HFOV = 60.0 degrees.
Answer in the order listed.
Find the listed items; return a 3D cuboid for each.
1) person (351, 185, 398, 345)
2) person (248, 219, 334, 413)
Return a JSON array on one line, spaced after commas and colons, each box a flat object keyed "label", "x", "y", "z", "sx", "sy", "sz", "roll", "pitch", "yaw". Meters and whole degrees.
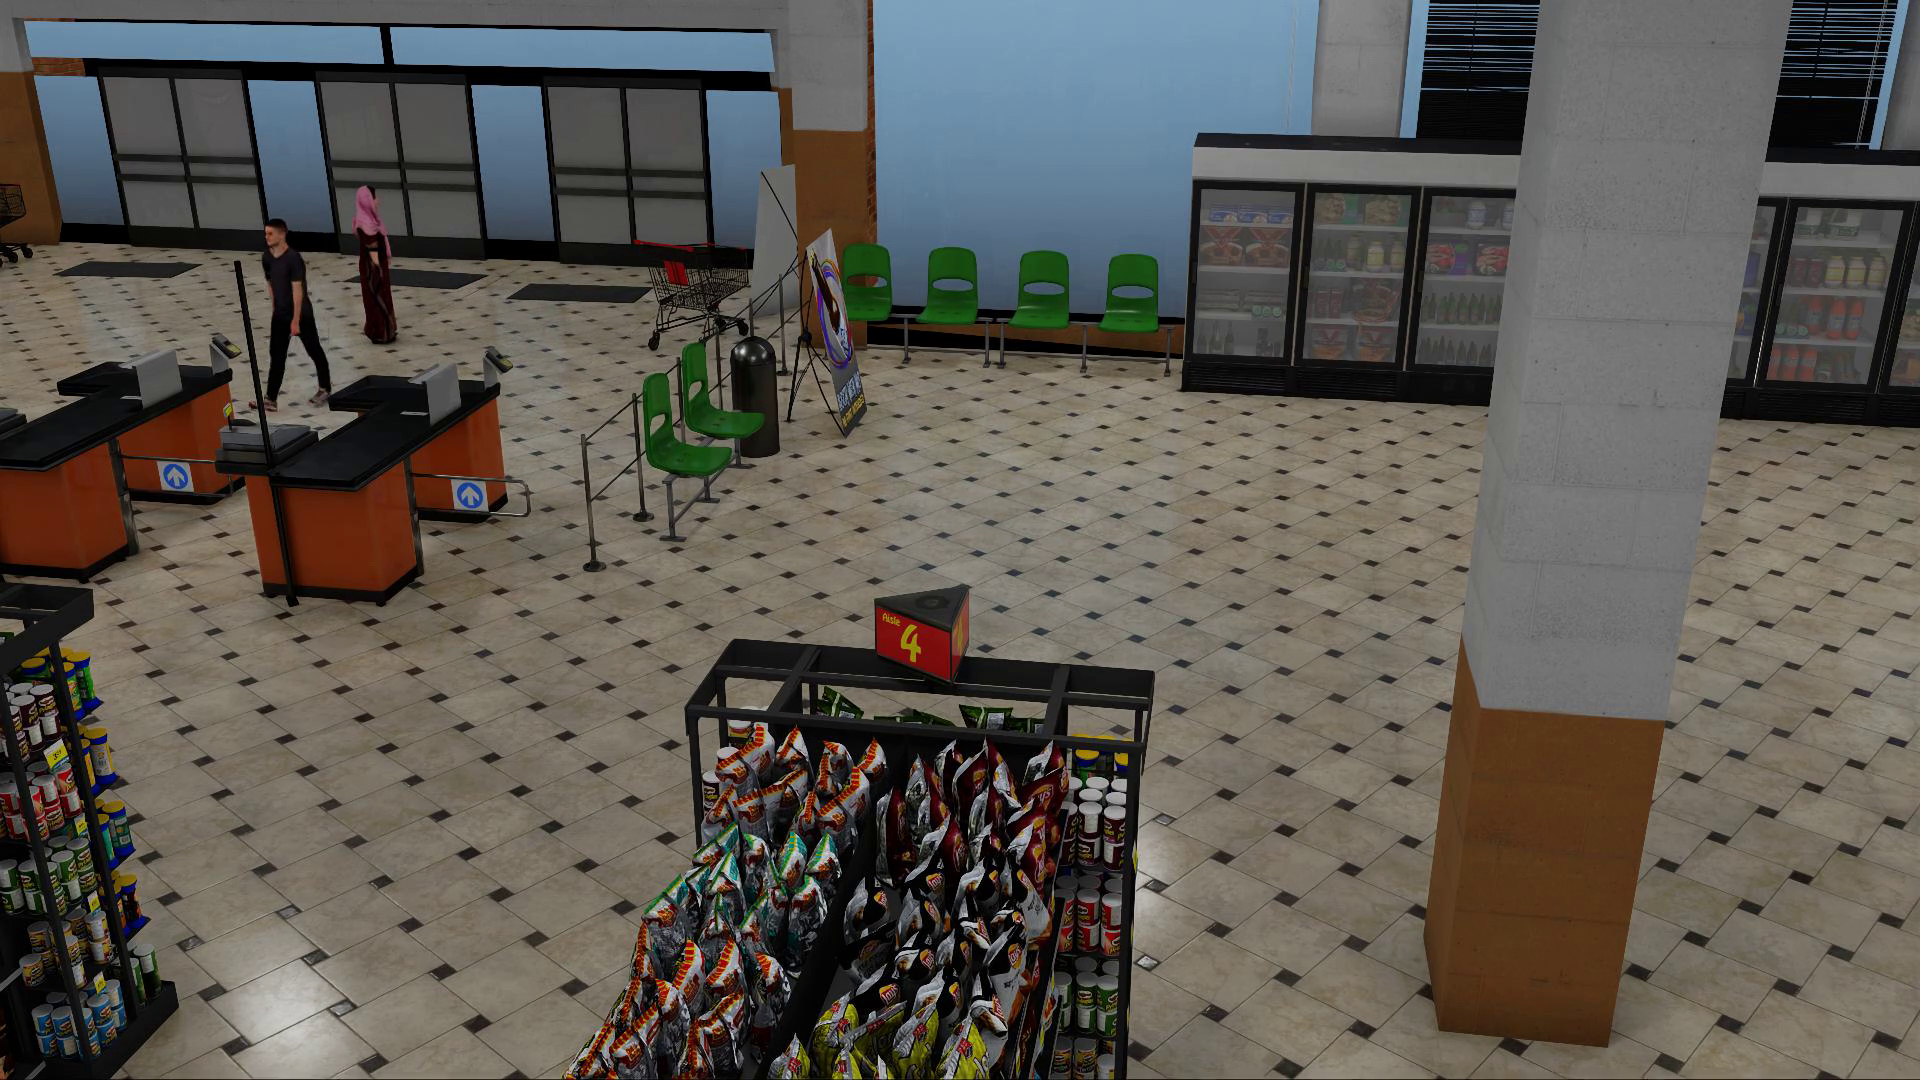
[{"label": "person", "x": -6.093, "y": -2.861, "z": 17.269, "sx": 0.836, "sy": 1.634, "sz": 0.710, "roll": -6, "pitch": 23, "yaw": -14}, {"label": "person", "x": -5.979, "y": -2.035, "z": 15.095, "sx": 0.855, "sy": 1.723, "sz": 1.161, "roll": 10, "pitch": 24, "yaw": 23}]
